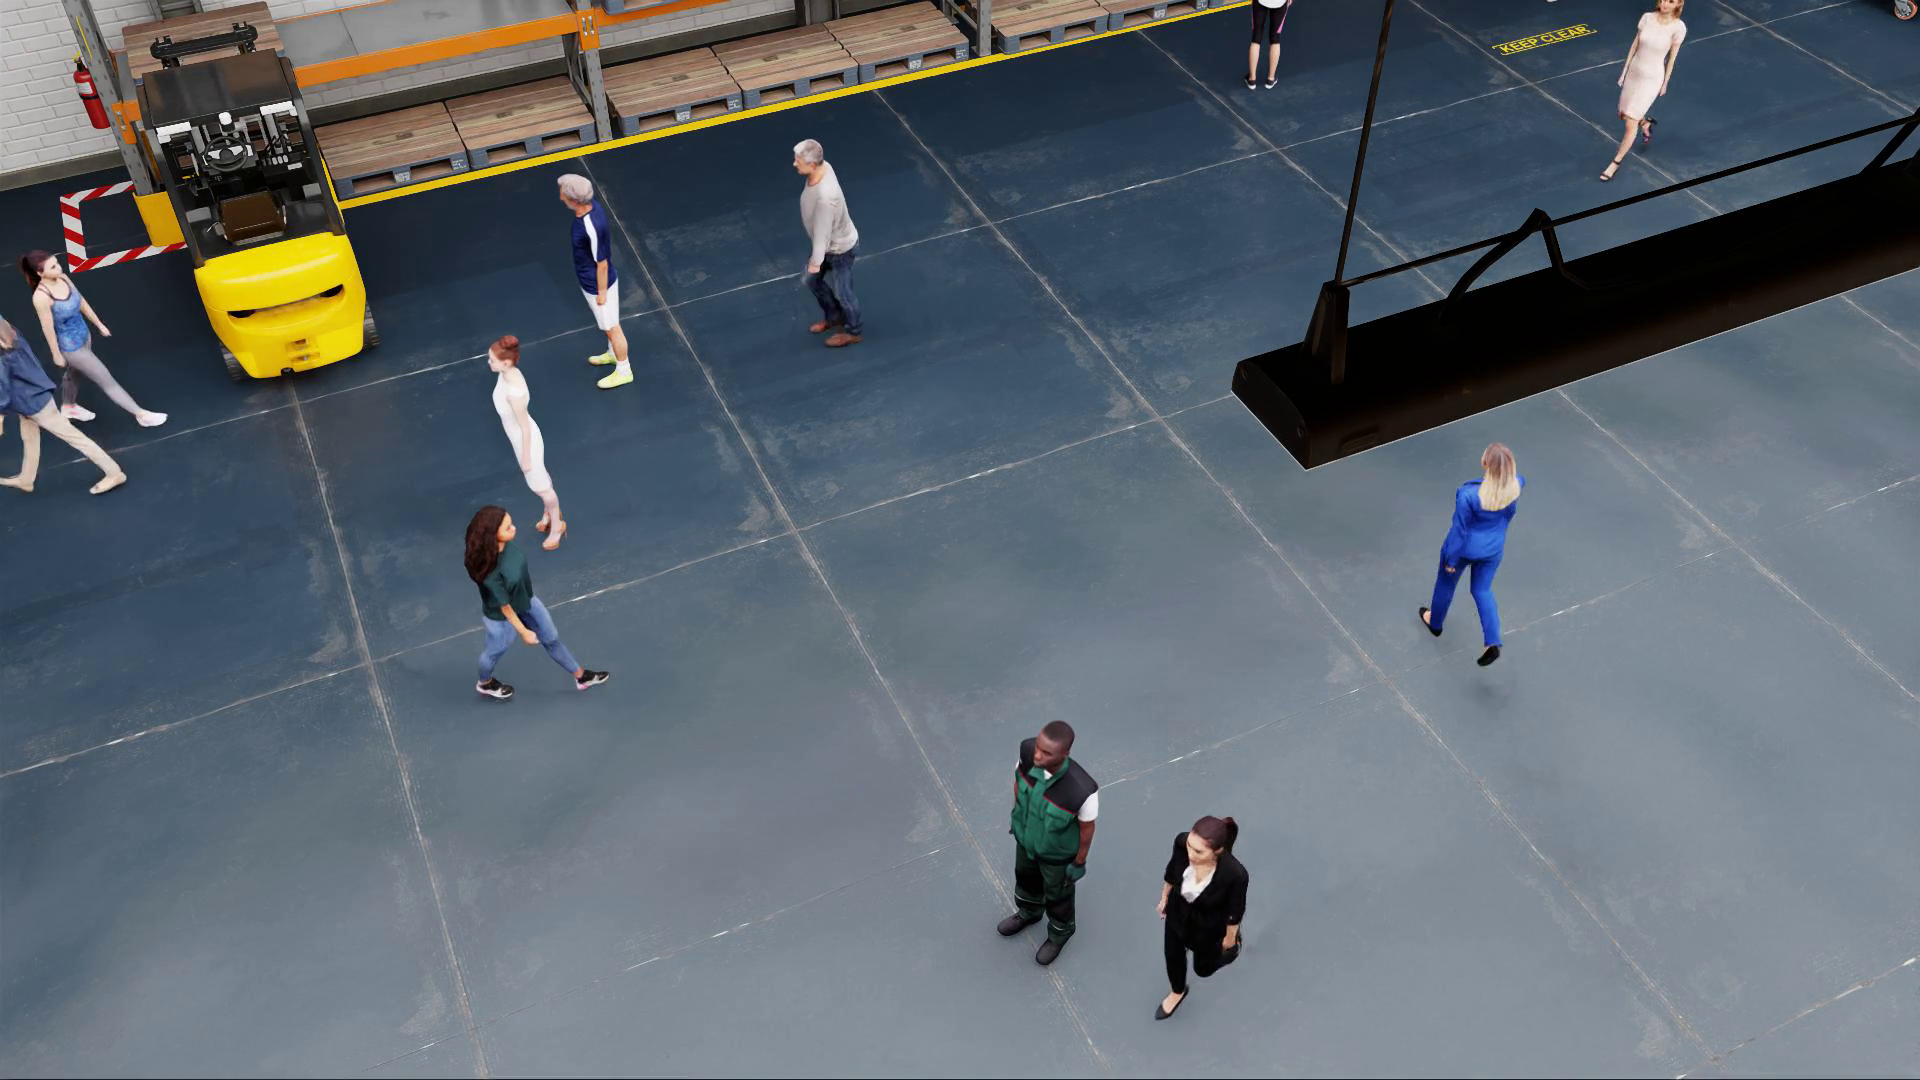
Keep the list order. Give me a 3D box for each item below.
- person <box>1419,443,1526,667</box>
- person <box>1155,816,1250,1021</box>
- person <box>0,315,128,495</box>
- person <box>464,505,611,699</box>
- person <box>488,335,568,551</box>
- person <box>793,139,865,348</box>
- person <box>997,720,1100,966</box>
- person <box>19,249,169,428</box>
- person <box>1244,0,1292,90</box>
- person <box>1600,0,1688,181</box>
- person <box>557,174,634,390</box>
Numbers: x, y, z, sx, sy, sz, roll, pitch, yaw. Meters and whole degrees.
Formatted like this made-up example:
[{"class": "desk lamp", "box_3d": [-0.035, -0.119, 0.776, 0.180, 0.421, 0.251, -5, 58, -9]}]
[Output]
[{"class": "person", "box_3d": [3.297, 0.120, 10.489, 0.948, 1.681, 0.776, -12, 45, -12]}, {"class": "person", "box_3d": [1.297, 1.913, 8.636, 0.784, 1.640, 0.932, 33, 52, 30]}, {"class": "person", "box_3d": [-6.372, -0.959, 11.646, 1.152, 1.645, 0.762, -13, 45, -13]}, {"class": "person", "box_3d": [-2.857, 0.445, 10.227, 1.176, 1.571, 0.966, 4, 44, 4]}, {"class": "person", "box_3d": [-2.913, -0.648, 11.214, 0.497, 1.792, 0.579, -16, 46, -16]}, {"class": "person", "box_3d": [-0.901, -2.293, 12.877, 0.715, 1.880, 0.731, -12, 45, -12]}, {"class": "person", "box_3d": [0.477, 1.578, 8.842, 0.765, 1.839, 0.740, 34, 53, 30]}, {"class": "person", "box_3d": [-6.566, -1.441, 12.209, 1.155, 1.566, 0.881, 0, 44, 0]}, {"class": "person", "box_3d": [2.981, -5.206, 16.002, 0.632, 1.786, 0.739, 6, 44, 6]}, {"class": "person", "box_3d": [6.142, -4.118, 14.842, 1.081, 1.810, 0.770, -32, 52, -29]}, {"class": "person", "box_3d": [-2.734, -1.979, 12.582, 0.580, 1.831, 0.653, -13, 45, -14]}]
